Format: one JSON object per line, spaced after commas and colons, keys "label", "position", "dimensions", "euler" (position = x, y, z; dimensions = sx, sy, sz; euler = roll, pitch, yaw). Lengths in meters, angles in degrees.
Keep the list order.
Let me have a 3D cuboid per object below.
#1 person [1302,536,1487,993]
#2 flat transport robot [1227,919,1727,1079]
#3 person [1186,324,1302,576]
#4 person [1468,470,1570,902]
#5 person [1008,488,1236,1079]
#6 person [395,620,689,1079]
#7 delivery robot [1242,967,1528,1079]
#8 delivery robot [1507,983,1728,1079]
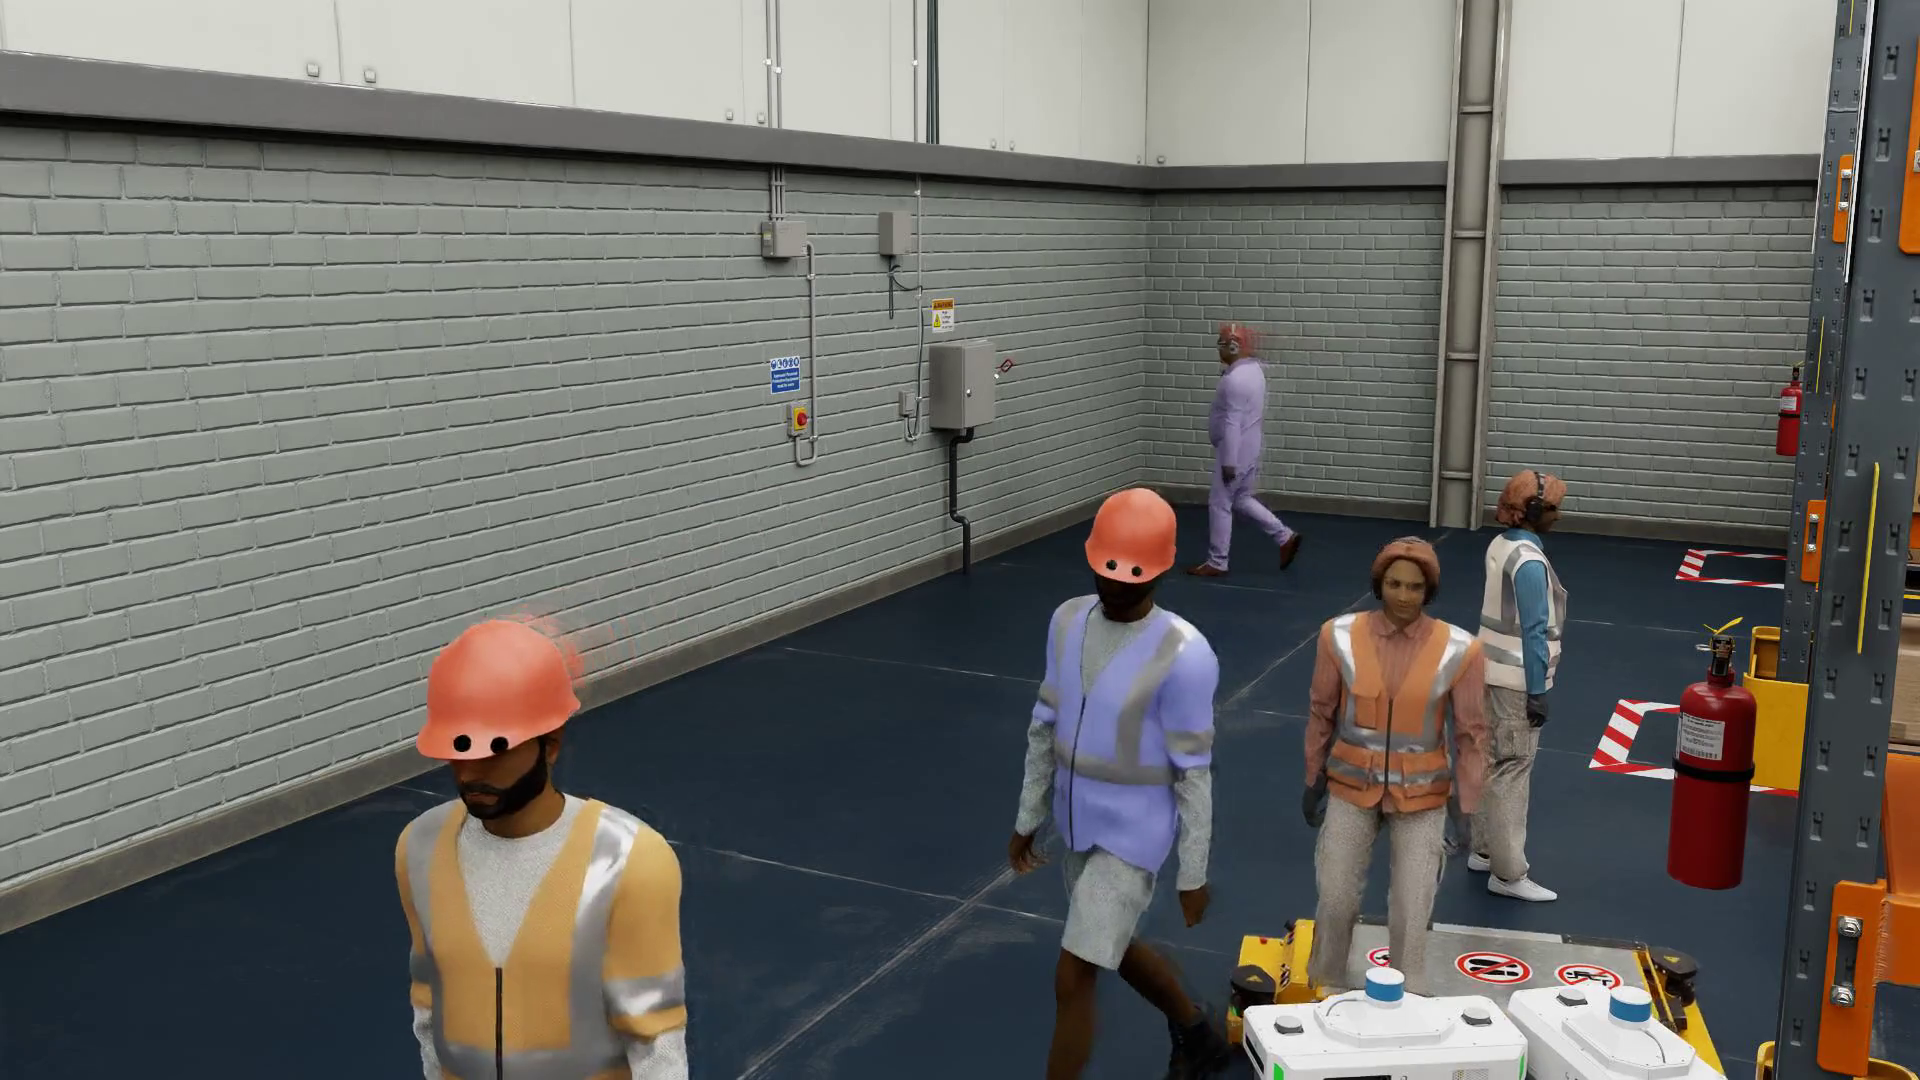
{"label": "person", "position": [1.295, 0.797, 5.020], "dimensions": [0.537, 1.632, 0.384], "euler": [4, 11, 19]}
{"label": "flat transport robot", "position": [1.593, 1.434, 5.252], "dimensions": [1.431, 0.197, 0.652], "euler": [3, 11, 14]}
{"label": "person", "position": [2.100, -0.640, 12.198], "dimensions": [0.733, 1.884, 0.647], "euler": [4, 11, 22]}
{"label": "person", "position": [2.128, 0.547, 6.362], "dimensions": [0.308, 1.639, 0.510], "euler": [0, 10, 2]}
{"label": "person", "position": [0.433, 0.767, 4.494], "dimensions": [0.952, 1.883, 0.575], "euler": [-7, 13, -34]}
{"label": "person", "position": [-0.711, 1.044, 2.974], "dimensions": [0.561, 1.896, 0.974], "euler": [2, 11, 12]}
{"label": "delivery robot", "position": [1.128, 1.390, 4.460], "dimensions": [0.707, 0.478, 0.477], "euler": [-1, 10, -5]}
{"label": "delivery robot", "position": [1.737, 1.412, 4.345], "dimensions": [0.477, 0.478, 0.707], "euler": [-2, 11, -12]}
